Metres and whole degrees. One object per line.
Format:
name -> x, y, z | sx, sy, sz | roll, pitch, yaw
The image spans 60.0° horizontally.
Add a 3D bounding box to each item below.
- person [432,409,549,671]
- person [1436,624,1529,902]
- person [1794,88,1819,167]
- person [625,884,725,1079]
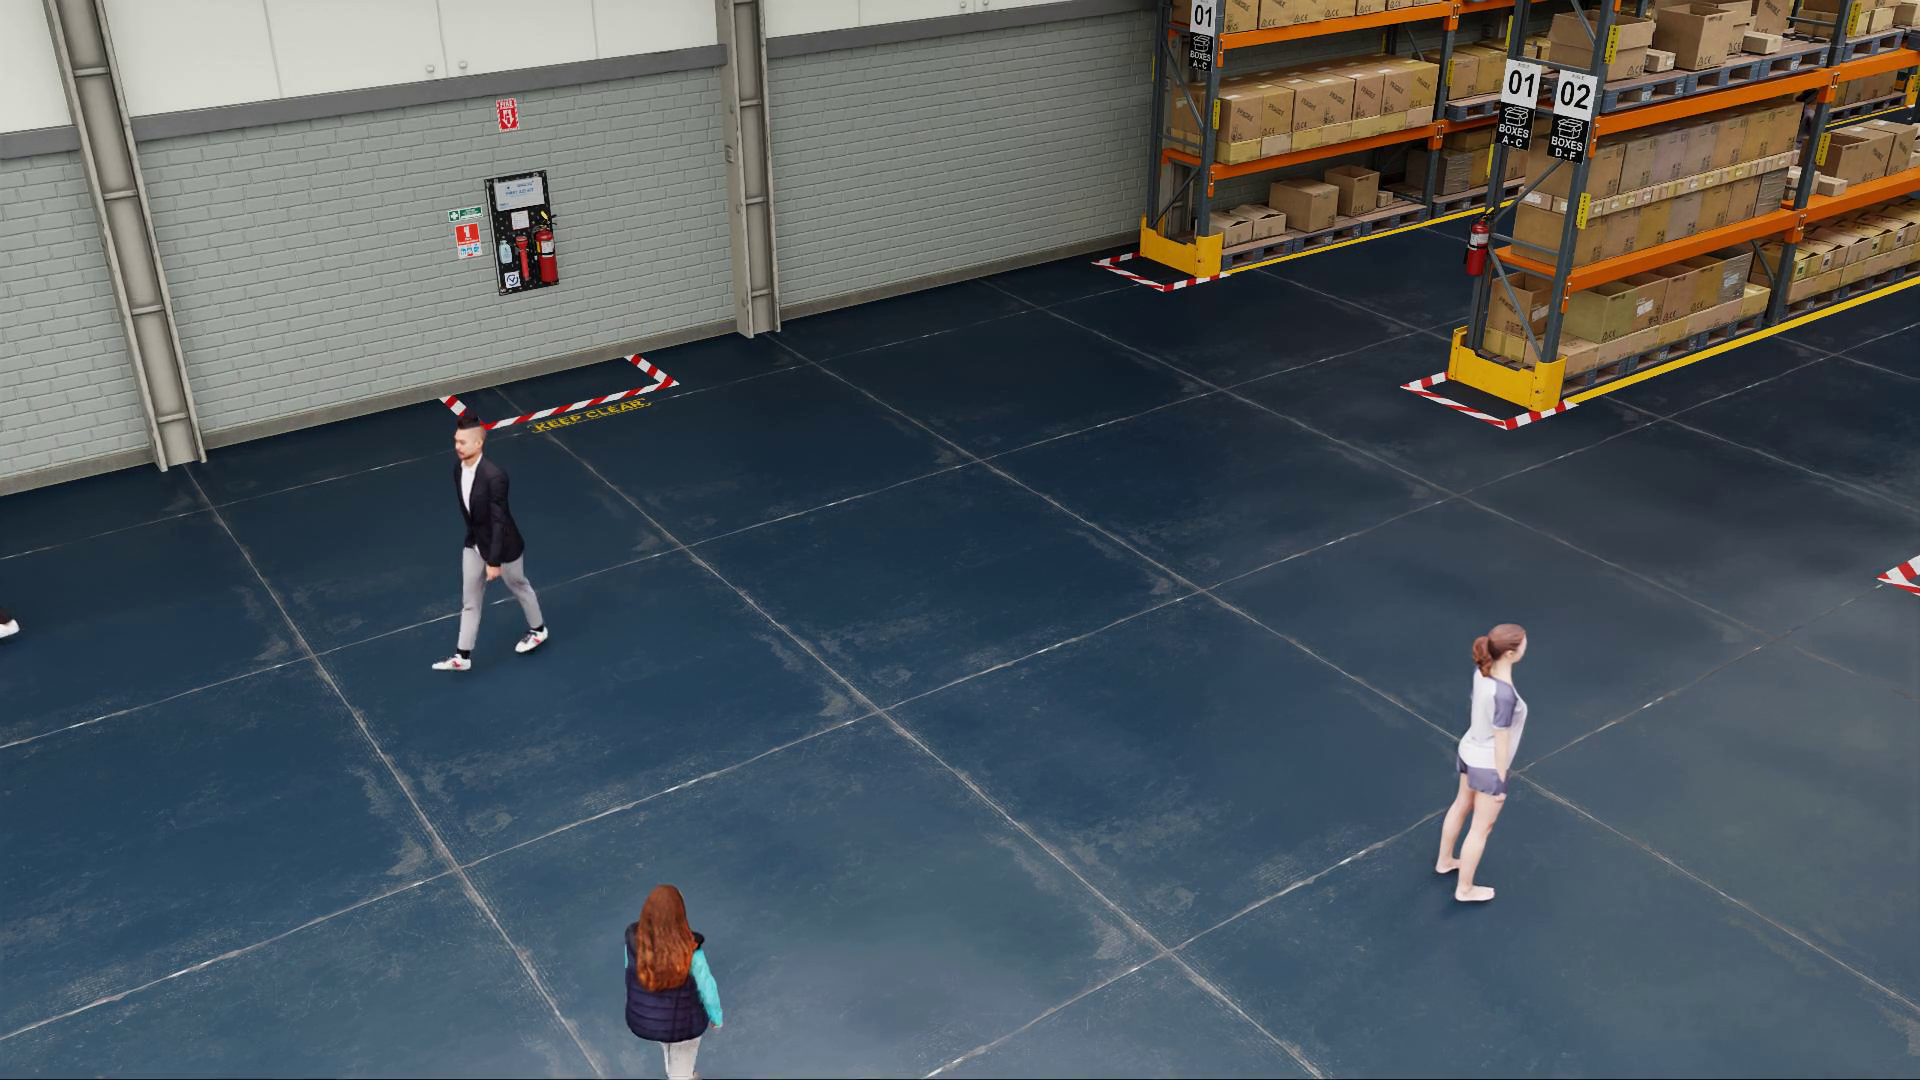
person -> -3.219, -0.016, 11.747 | 0.993, 1.904, 1.269 | 17, 32, 30
person -> 2.969, 1.252, 9.437 | 0.683, 1.764, 0.648 | -3, 27, -5
person -> 11.008, -5.107, 21.880 | 0.693, 1.679, 0.691 | -8, 28, -15
person -> -1.379, 2.279, 7.749 | 0.791, 1.483, 0.872 | 8, 28, 16
